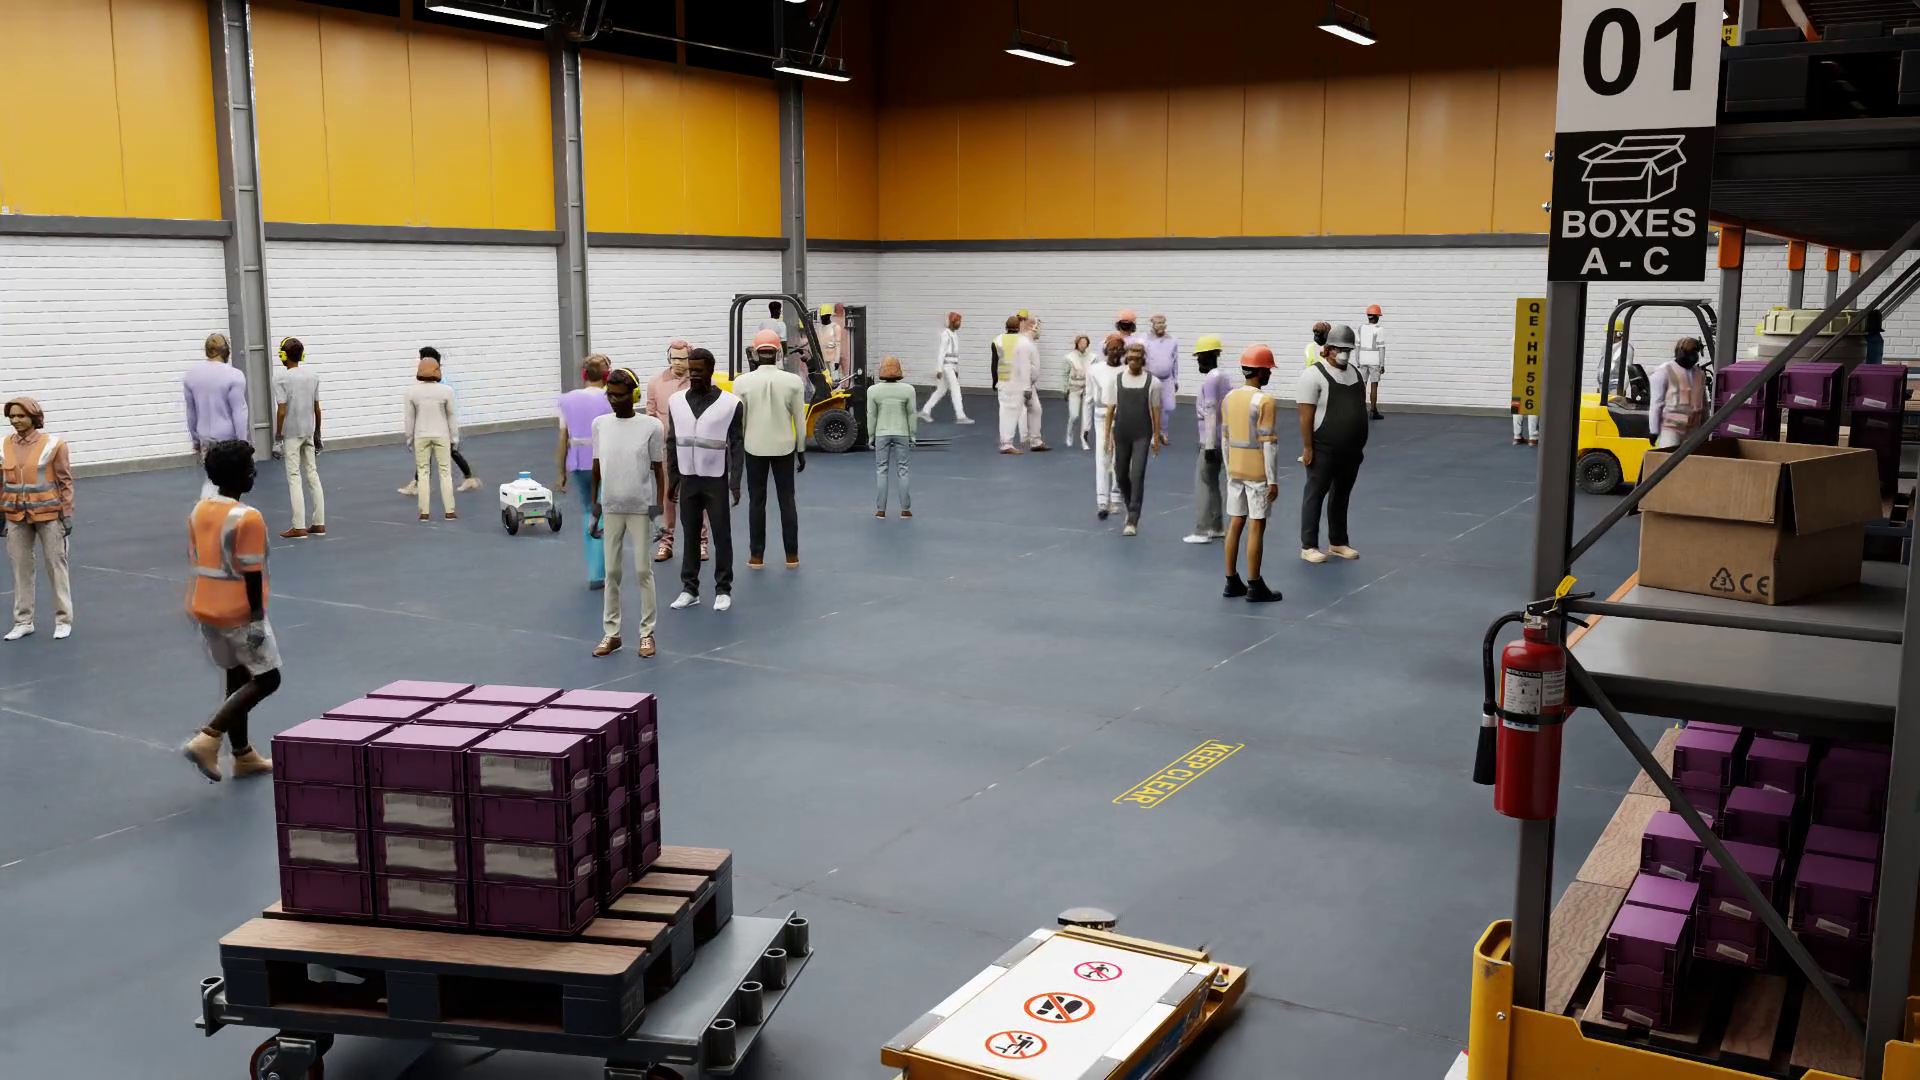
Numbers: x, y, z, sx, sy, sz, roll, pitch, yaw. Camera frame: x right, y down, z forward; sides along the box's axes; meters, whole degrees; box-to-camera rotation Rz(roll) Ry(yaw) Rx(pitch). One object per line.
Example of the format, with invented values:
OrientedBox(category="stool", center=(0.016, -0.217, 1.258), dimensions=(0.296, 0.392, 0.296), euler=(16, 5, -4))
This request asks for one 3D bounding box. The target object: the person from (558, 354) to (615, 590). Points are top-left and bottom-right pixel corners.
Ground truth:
OrientedBox(category="person", center=(-2.814, -0.546, 13.072), dimensions=(0.607, 1.823, 0.678), euler=(2, 9, 11))

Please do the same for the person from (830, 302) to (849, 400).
OrientedBox(category="person", center=(-2.334, -3.677, 32.389), dimensions=(0.651, 1.906, 0.402), euler=(0, 9, 0))

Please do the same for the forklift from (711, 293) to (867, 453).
OrientedBox(category="forklift", center=(-2.458, -2.344, 23.176), dimensions=(2.313, 2.155, 1.214), euler=(0, 9, -2))

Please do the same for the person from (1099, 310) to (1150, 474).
OrientedBox(category="person", center=(2.015, -1.803, 20.446), dimensions=(0.614, 2.007, 0.667), euler=(0, 9, 0))

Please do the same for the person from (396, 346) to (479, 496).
OrientedBox(category="person", center=(-5.801, -1.319, 18.469), dimensions=(0.870, 1.658, 0.531), euler=(-1, 9, -9))

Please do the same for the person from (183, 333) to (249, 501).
OrientedBox(category="person", center=(-6.702, -0.909, 15.067), dimensions=(0.643, 1.924, 0.475), euler=(3, 10, 18))

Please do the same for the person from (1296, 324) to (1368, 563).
OrientedBox(category="person", center=(3.226, -0.829, 14.195), dimensions=(0.685, 2.000, 0.535), euler=(-5, 11, -30))

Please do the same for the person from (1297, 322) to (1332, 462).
OrientedBox(category="person", center=(4.676, -1.898, 21.507), dimensions=(0.430, 1.838, 0.624), euler=(-9, 12, -43))

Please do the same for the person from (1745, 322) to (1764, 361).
OrientedBox(category="person", center=(11.101, -2.094, 22.862), dimensions=(0.622, 1.791, 0.613), euler=(2, 9, 15))

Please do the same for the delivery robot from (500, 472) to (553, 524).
OrientedBox(category="delivery robot", center=(-4.154, -0.409, 15.904), dimensions=(0.477, 0.478, 0.707), euler=(-5, 11, -30))

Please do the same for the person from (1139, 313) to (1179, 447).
OrientedBox(category="person", center=(2.797, -2.252, 23.525), dimensions=(0.669, 1.896, 0.461), euler=(-2, 9, -14))

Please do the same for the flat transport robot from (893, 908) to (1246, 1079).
OrientedBox(category="flat transport robot", center=(0.335, 1.503, 5.148), dimensions=(0.652, 0.197, 1.431), euler=(5, 10, 29))

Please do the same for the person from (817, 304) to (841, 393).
OrientedBox(category="person", center=(-2.338, -3.212, 29.472), dimensions=(0.581, 1.918, 0.413), euler=(9, 12, 43))

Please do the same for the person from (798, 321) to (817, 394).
OrientedBox(category="person", center=(-2.589, -2.815, 27.559), dimensions=(0.874, 1.730, 0.536), euler=(1, 9, 7))

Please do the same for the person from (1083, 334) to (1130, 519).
OrientedBox(category="person", center=(1.553, -1.139, 16.754), dimensions=(0.601, 1.837, 0.891), euler=(0, 9, 1))

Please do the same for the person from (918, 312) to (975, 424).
OrientedBox(category="person", center=(-0.254, -2.821, 27.286), dimensions=(0.945, 1.841, 0.609), euler=(2, 9, 11))

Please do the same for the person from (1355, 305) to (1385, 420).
OrientedBox(category="person", center=(6.942, -2.997, 28.056), dimensions=(0.373, 1.933, 0.551), euler=(-8, 12, -41))

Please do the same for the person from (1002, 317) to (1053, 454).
OrientedBox(category="person", center=(0.937, -2.097, 22.712), dimensions=(0.734, 1.860, 0.659), euler=(2, 9, 9))

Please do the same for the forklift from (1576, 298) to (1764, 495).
OrientedBox(category="forklift", center=(7.954, -1.589, 18.462), dimensions=(2.313, 2.155, 1.214), euler=(5, 11, 30))

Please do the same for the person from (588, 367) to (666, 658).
OrientedBox(category="person", center=(-2.134, -0.172, 10.647), dimensions=(0.520, 1.865, 0.327), euler=(1, 9, 6))

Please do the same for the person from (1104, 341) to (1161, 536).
OrientedBox(category="person", center=(1.648, -0.980, 15.819), dimensions=(0.525, 1.822, 0.816), euler=(3, 9, 16))

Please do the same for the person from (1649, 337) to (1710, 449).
OrientedBox(category="person", center=(7.095, -1.079, 16.400), dimensions=(0.664, 1.833, 0.452), euler=(-4, 10, -22))

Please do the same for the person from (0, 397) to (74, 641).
OrientedBox(category="person", center=(-6.206, -0.143, 11.158), dimensions=(0.514, 1.640, 0.315), euler=(-1, 9, -4))

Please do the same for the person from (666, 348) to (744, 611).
OrientedBox(category="person", center=(-1.863, -0.444, 12.172), dimensions=(0.587, 1.920, 0.391), euler=(2, 9, 13))

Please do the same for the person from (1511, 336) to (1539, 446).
OrientedBox(category="person", center=(8.162, -2.311, 23.759), dimensions=(0.358, 1.938, 0.636), euler=(-6, 11, -33))

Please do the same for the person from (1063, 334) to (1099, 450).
OrientedBox(category="person", center=(1.691, -2.061, 23.186), dimensions=(0.513, 1.624, 0.375), euler=(-2, 9, -11))

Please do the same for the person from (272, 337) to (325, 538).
OrientedBox(category="person", center=(-6.166, -0.947, 15.466), dimensions=(0.311, 1.869, 0.534), euler=(5, 10, 29))

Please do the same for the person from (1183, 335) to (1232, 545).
OrientedBox(category="person", center=(2.291, -0.923, 15.227), dimensions=(0.421, 1.900, 0.604), euler=(3, 10, 21))

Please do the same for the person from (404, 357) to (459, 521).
OrientedBox(category="person", center=(-5.239, -0.997, 16.510), dimensions=(0.507, 1.631, 0.266), euler=(-2, 9, -12))

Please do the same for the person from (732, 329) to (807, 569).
OrientedBox(category="person", center=(-1.588, -0.752, 13.865), dimensions=(0.623, 1.989, 0.401), euler=(-2, 9, -12))

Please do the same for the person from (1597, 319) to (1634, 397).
OrientedBox(category="person", center=(9.074, -2.161, 23.155), dimensions=(0.403, 1.834, 0.588), euler=(-3, 10, -18))

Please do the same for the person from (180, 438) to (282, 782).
OrientedBox(category="person", center=(-3.509, 0.357, 7.918), dimensions=(0.533, 1.684, 0.468), euler=(7, 11, 36))

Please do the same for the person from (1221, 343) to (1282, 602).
OrientedBox(category="person", center=(2.201, -0.502, 12.478), dimensions=(0.357, 1.937, 0.551), euler=(-6, 11, -31))

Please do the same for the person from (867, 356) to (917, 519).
OrientedBox(category="person", center=(-0.682, -1.025, 16.677), dimensions=(0.500, 1.636, 0.283), euler=(0, 9, -2))

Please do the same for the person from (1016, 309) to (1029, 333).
OrientedBox(category="person", center=(1.214, -3.603, 32.364), dimensions=(0.524, 1.769, 0.314), euler=(7, 11, 37))

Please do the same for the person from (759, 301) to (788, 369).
OrientedBox(category="person", center=(-3.357, -3.337, 30.075), dimensions=(0.611, 1.964, 0.364), euler=(6, 11, 33))

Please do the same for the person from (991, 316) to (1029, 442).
OrientedBox(category="person", center=(0.769, -2.338, 24.233), dimensions=(0.633, 1.841, 0.429), euler=(0, 9, 2))

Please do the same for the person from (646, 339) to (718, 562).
OrientedBox(category="person", center=(-2.369, -0.759, 14.196), dimensions=(0.639, 1.902, 0.407), euler=(-1, 9, -3))
